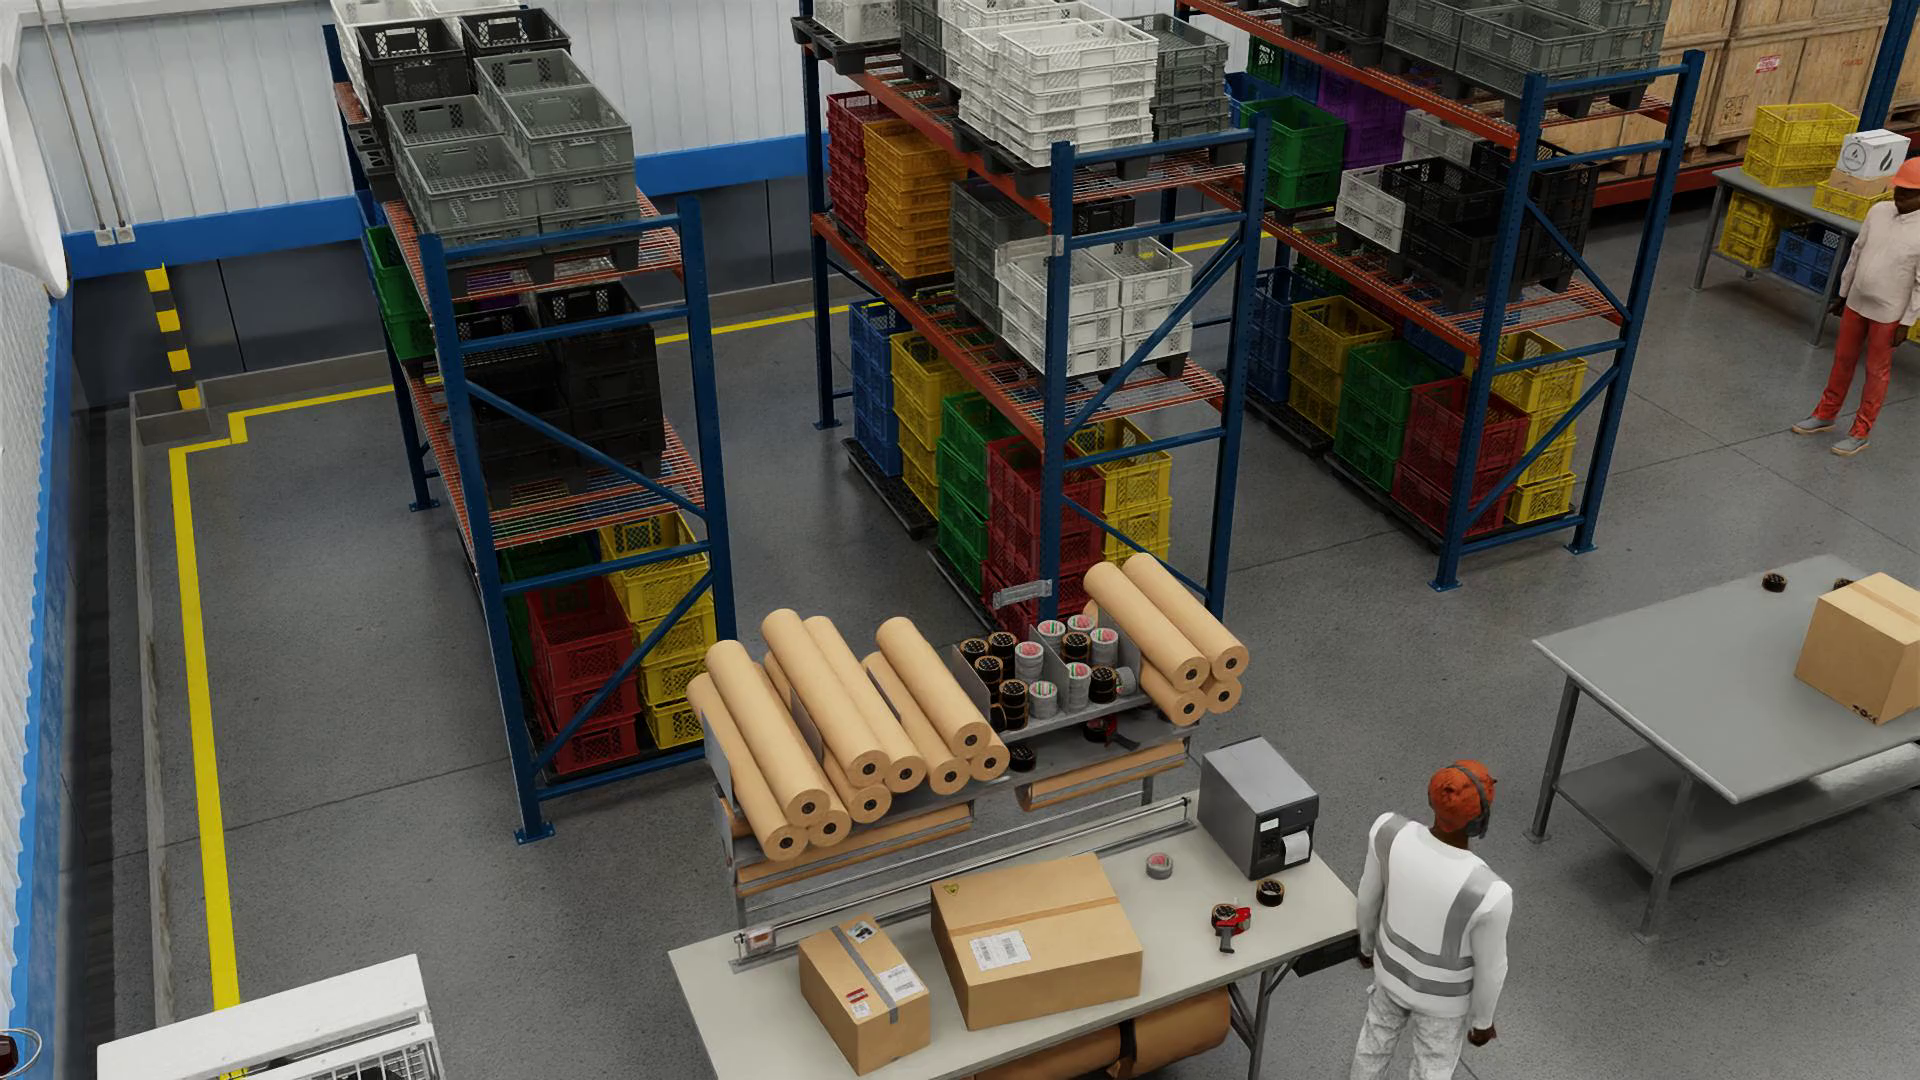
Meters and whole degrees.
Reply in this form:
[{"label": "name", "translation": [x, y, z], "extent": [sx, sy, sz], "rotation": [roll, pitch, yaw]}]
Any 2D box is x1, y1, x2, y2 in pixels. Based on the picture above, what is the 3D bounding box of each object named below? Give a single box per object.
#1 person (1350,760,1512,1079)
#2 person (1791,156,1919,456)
[{"label": "person", "translation": [1.650, 1.556, 5.905], "extent": [0.356, 1.882, 0.572], "rotation": [-24, 39, -33]}, {"label": "person", "translation": [5.944, -1.518, 10.789], "extent": [0.376, 1.997, 0.610], "rotation": [-12, 34, -19]}]
